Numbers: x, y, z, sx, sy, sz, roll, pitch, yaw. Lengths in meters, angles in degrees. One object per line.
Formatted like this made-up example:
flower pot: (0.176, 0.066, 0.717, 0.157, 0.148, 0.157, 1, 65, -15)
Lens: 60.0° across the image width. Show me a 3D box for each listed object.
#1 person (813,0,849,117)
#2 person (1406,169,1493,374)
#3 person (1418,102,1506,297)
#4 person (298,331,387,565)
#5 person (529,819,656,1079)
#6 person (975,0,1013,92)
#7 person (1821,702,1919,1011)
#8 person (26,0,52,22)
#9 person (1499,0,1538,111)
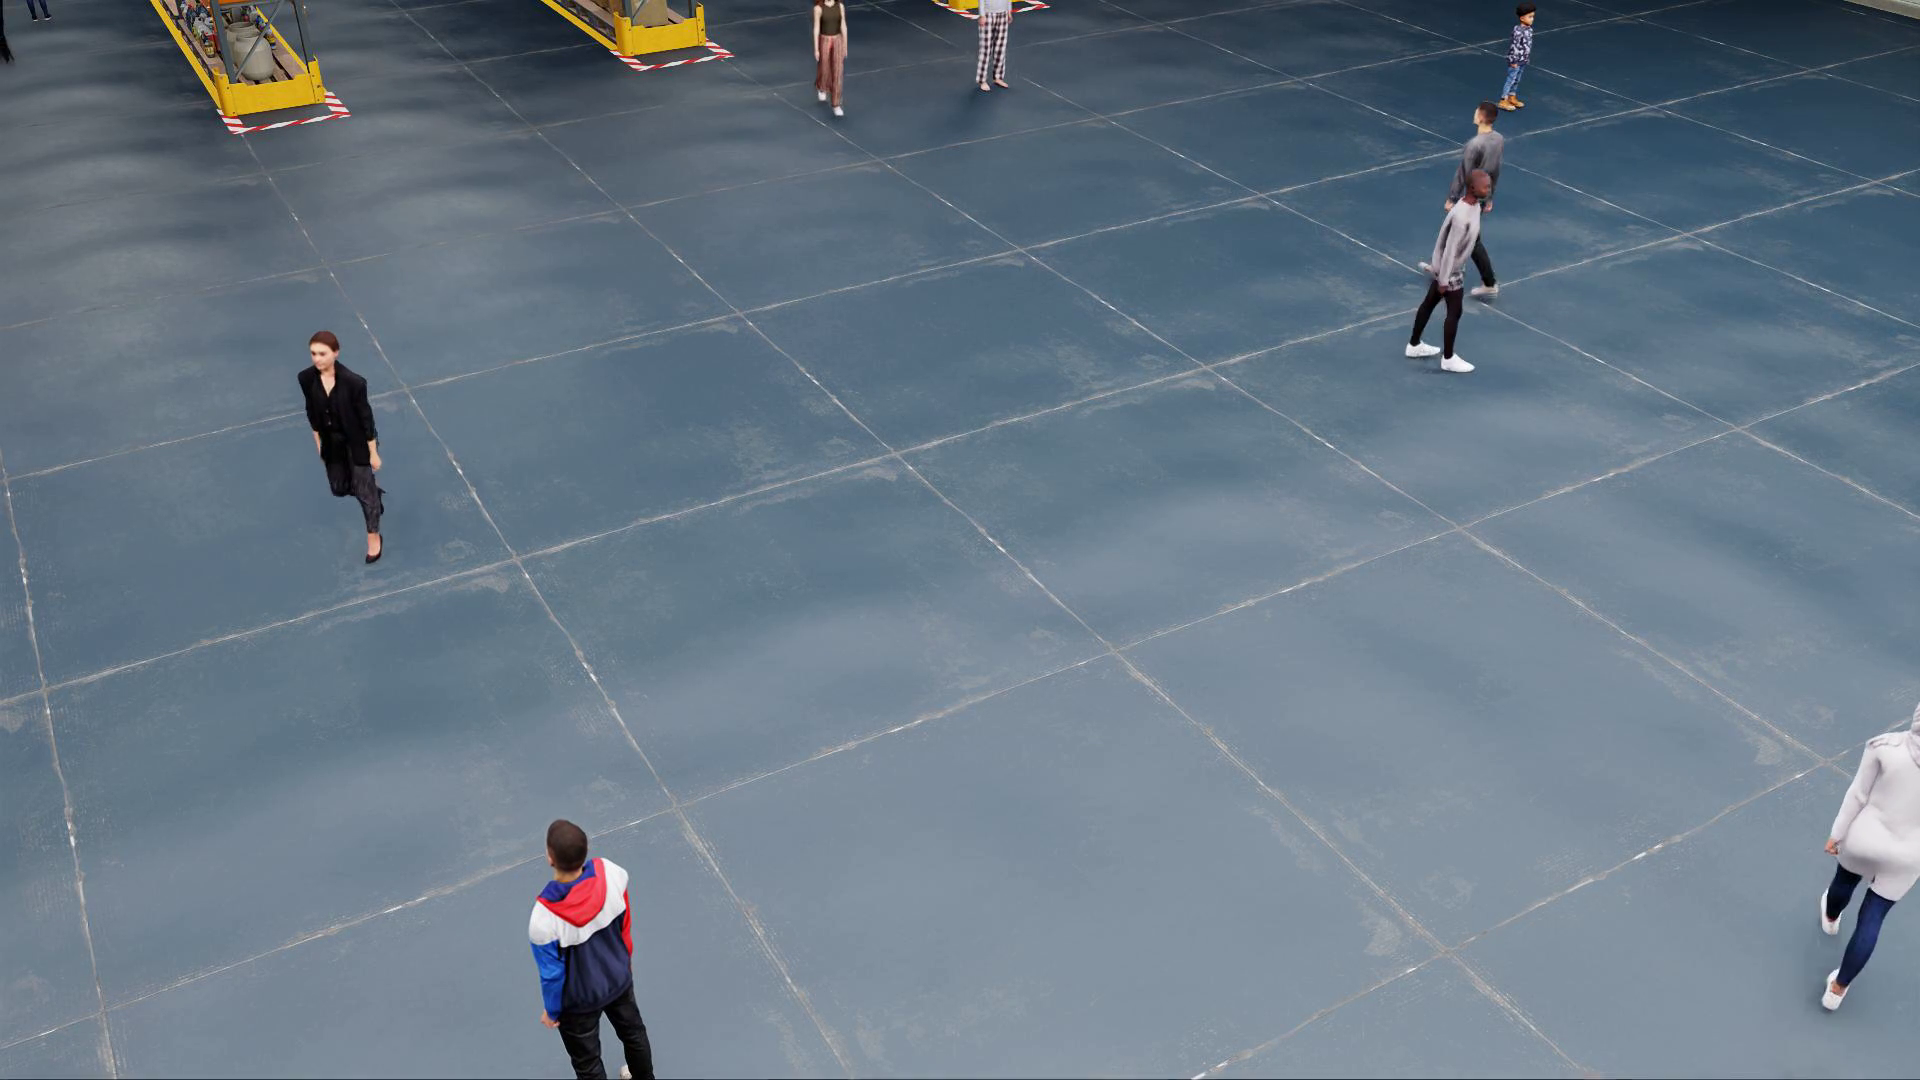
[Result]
person: (-1.547, -5.848, 19.639, 0.743, 1.545, 1.031, -7, 33, -11)
person: (3.983, -2.254, 13.755, 0.964, 1.743, 0.865, 13, 34, 19)
person: (4.687, -3.035, 15.007, 0.773, 1.728, 1.185, -25, 40, -34)
person: (-4.103, -0.676, 11.291, 0.862, 1.703, 0.931, 4, 32, 7)
person: (-1.585, 1.898, 7.162, 0.641, 1.756, 0.693, 28, 42, 36)
person: (0.409, -6.470, 20.341, 0.614, 1.847, 0.513, -17, 36, -25)
person: (4.330, 1.495, 7.810, 1.058, 1.744, 1.005, 17, 36, 25)
person: (-12.980, -7.825, 23.179, 0.454, 1.110, 0.477, -15, 35, -23)
person: (6.642, -5.753, 19.766, 0.529, 1.248, 0.528, -27, 41, -36)
